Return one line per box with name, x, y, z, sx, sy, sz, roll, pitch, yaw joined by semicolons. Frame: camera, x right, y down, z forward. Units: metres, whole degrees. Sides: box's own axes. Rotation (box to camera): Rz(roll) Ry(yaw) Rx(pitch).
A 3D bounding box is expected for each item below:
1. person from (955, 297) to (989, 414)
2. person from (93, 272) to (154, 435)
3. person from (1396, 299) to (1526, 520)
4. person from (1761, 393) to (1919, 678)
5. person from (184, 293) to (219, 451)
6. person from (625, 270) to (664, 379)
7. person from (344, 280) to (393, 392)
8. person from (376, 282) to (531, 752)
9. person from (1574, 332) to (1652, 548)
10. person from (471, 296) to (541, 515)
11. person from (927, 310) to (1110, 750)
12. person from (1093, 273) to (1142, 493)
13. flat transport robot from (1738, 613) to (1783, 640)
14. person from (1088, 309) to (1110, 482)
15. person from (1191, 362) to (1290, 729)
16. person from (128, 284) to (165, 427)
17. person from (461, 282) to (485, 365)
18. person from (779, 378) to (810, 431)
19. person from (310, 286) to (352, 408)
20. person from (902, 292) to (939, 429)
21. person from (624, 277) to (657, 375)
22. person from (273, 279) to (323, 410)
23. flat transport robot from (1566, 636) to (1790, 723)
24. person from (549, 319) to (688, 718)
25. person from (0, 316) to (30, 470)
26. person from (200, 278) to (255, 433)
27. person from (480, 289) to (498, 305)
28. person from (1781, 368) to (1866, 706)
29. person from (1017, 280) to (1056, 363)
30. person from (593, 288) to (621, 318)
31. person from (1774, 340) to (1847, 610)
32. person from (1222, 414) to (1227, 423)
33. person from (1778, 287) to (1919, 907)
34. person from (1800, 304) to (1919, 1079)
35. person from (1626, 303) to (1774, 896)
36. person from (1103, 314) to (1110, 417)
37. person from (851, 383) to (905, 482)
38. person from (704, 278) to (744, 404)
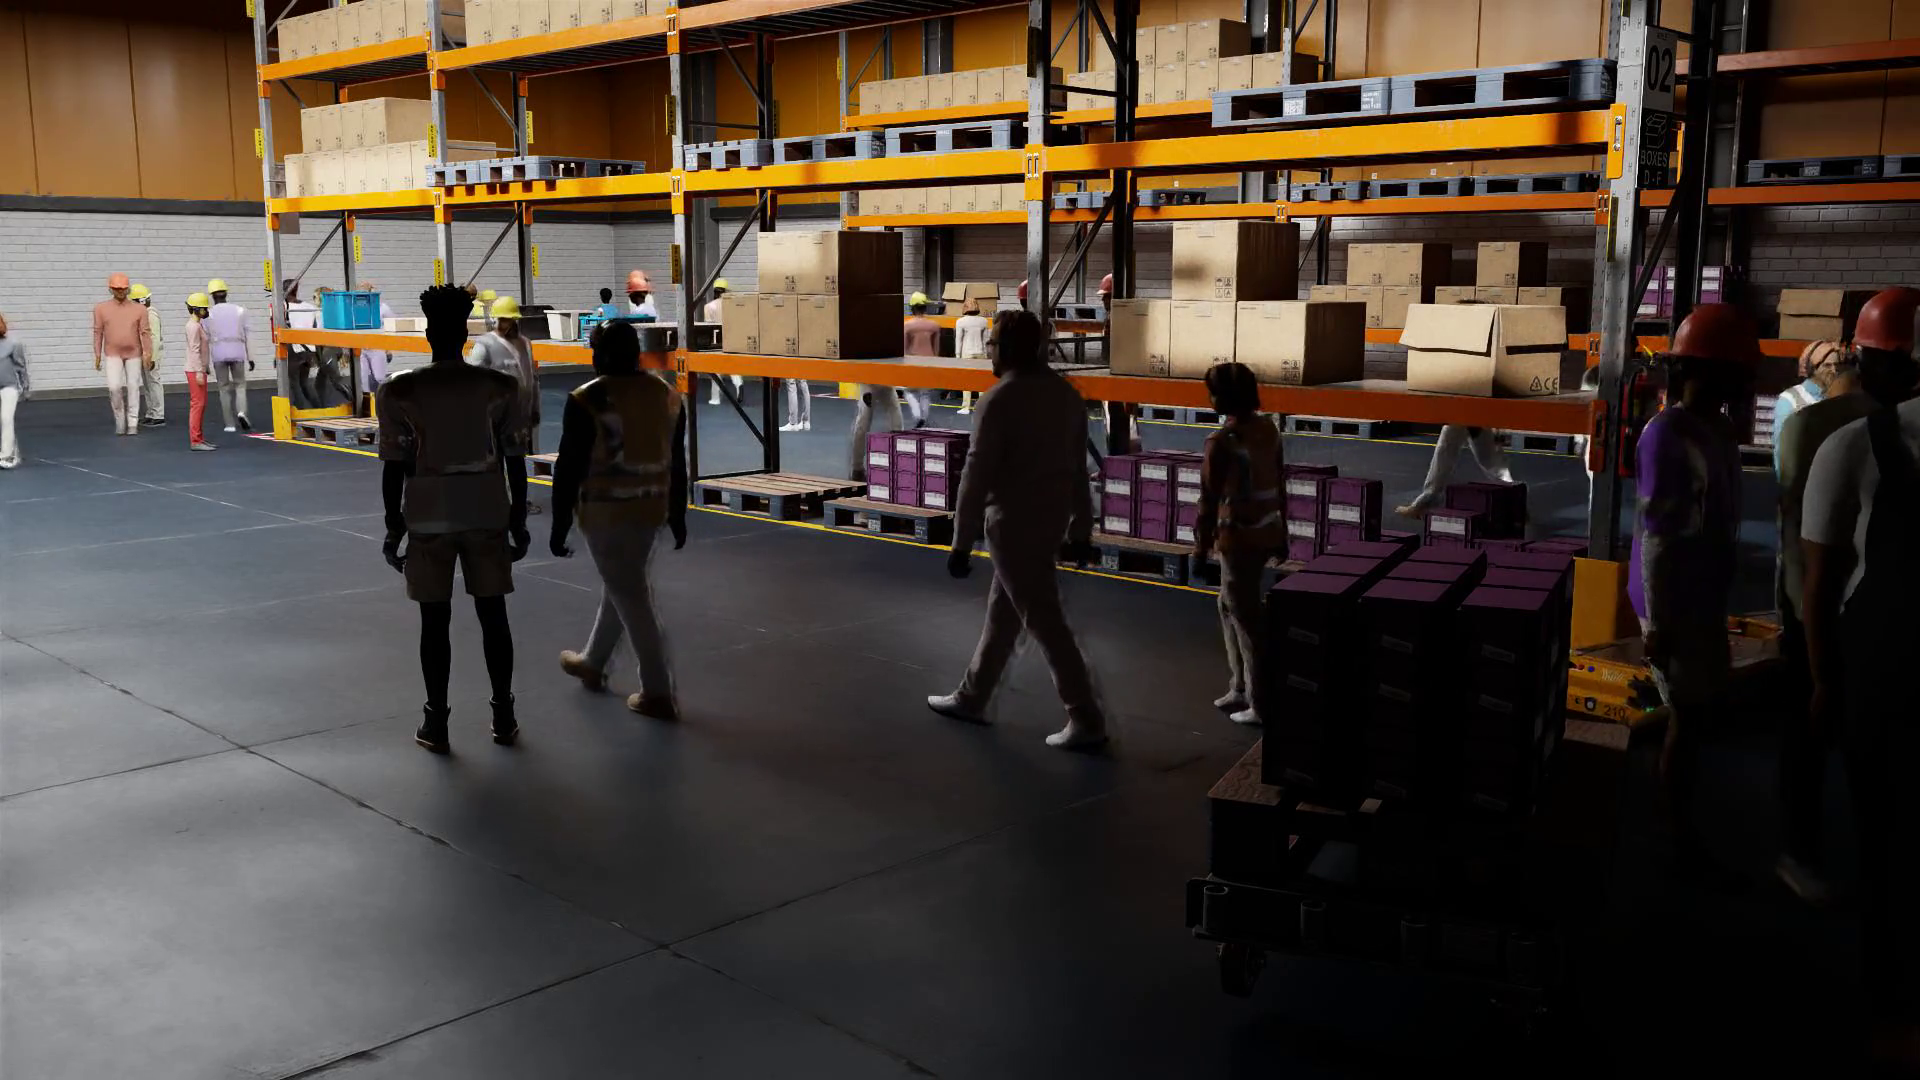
person;0.170;-2.568;23.236;0.495;1.625;0.285;-4;10;-24
person;-10.094;-2.234;20.095;0.652;1.976;0.545;-5;11;-28
person;4.064;-1.022;13.267;1.001;1.790;0.635;5;11;29
person;4.194;-0.145;7.684;0.803;1.857;0.625;-3;10;-15
person;-8.472;-1.871;18.560;0.343;1.759;0.534;-4;10;-21
person;-4.700;-2.934;24.342;1.048;1.990;0.628;4;10;25
person;-8.124;-2.629;22.867;0.651;1.874;0.703;-2;10;-13
person;-2.119;-0.092;7.001;0.613;1.965;0.361;-4;10;-25
person;4.637;-0.699;11.866;0.517;1.591;0.595;-1;9;-9
person;-3.791;-1.125;13.825;0.771;1.806;0.602;6;11;32
person;0.256;-0.047;7.093;1.016;1.852;0.656;7;12;36
person;1.411;-1.377;14.825;0.406;1.990;0.616;-4;10;-24
flat transport robot;4.640;0.496;8.581;1.431;0.197;0.652;-4;10;-23
person;1.462;-1.487;15.711;0.471;1.913;0.662;2;10;13
person;1.201;0.026;7.323;0.563;1.610;0.541;8;12;41
person;-10.463;-2.365;21.383;0.403;1.822;0.588;-7;12;-37
person;-6.525;-2.503;22.167;0.429;1.845;0.622;3;10;16
person;-2.083;-2.287;20.754;0.332;1.874;0.520;8;12;41
person;-8.276;-2.450;21.988;0.969;1.808;0.517;0;9;1
person;-0.476;-2.106;20.027;0.526;1.755;0.418;-4;10;-23
person;-3.896;-2.248;20.380;0.419;1.922;0.558;3;10;16
person;-8.434;-2.378;21.220;0.420;1.900;0.629;4;10;24
flat transport robot;3.376;0.620;7.821;1.431;0.197;0.652;-7;12;-36
person;-1.615;-0.115;7.672;0.944;1.789;0.650;7;12;38
person;-9.679;-1.490;16.710;0.513;1.594;0.833;-1;9;-3
person;-9.030;-2.262;20.495;0.623;1.908;0.469;-6;11;-33
person;-6.771;-2.748;24.014;0.395;1.725;0.502;-9;13;-43
person;4.062;-0.122;7.358;0.581;1.903;0.771;-8;12;-41
person;0.616;-1.322;14.634;0.547;1.938;0.377;-5;10;-27
person;-6.152;-3.547;29.039;0.531;1.689;0.322;-8;12;-41
person;4.781;-0.299;9.296;0.546;1.627;0.428;-2;10;-15
person;2.206;-1.058;13.542;0.311;1.768;0.533;2;9;10
person;2.782;0.231;5.028;0.598;1.957;0.834;1;9;6
person;2.509;0.319;4.256;0.692;2.000;0.687;4;10;23
person;2.336;0.178;5.506;0.550;1.920;0.654;-9;13;-44
person;1.386;-1.208;14.863;0.279;1.633;0.501;0;9;-1
person;-0.710;-1.431;15.599;0.972;1.834;0.609;8;12;42
person;-3.496;-2.931;24.630;0.587;1.896;0.756;-7;11;-36
